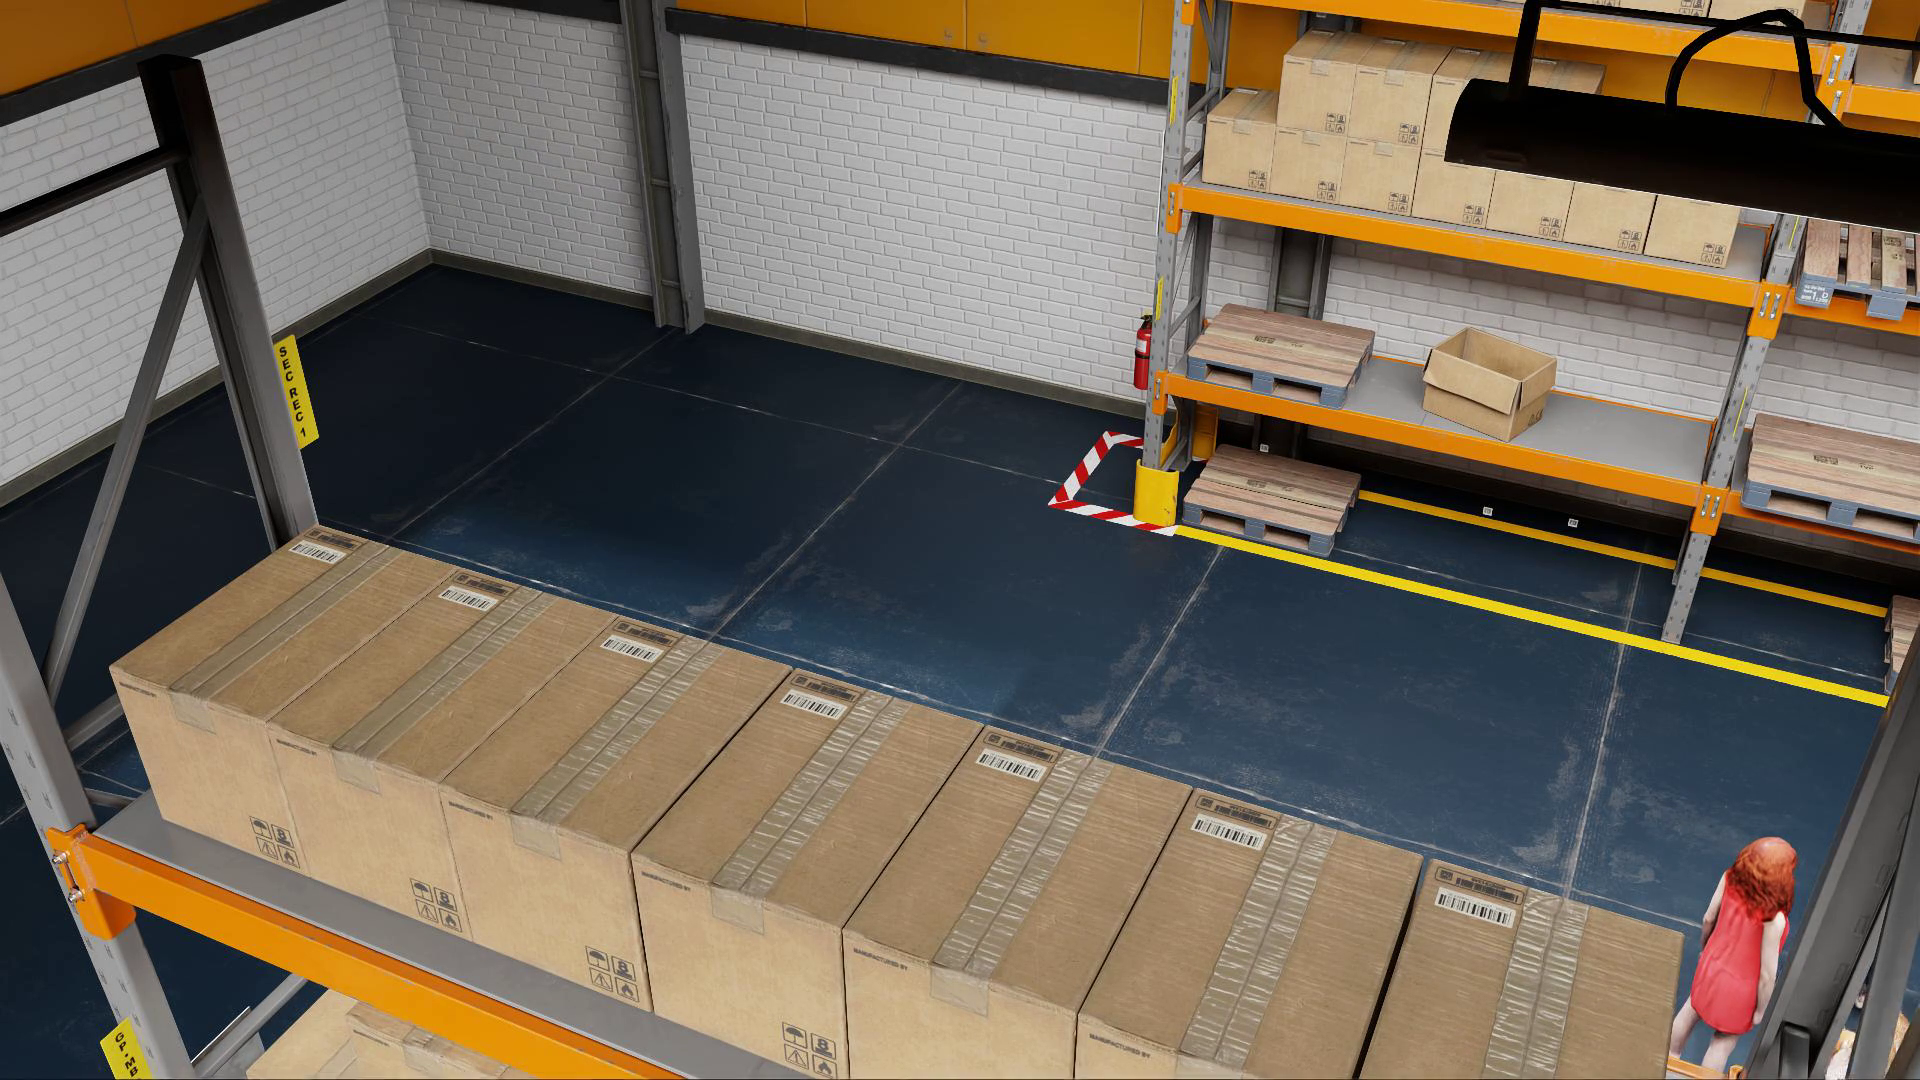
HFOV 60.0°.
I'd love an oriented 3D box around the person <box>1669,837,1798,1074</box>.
[{"bbox_3d":[3.783,2.163,8.194,0.712,1.828,0.665,-9,35,-14],"label":"person"}]
